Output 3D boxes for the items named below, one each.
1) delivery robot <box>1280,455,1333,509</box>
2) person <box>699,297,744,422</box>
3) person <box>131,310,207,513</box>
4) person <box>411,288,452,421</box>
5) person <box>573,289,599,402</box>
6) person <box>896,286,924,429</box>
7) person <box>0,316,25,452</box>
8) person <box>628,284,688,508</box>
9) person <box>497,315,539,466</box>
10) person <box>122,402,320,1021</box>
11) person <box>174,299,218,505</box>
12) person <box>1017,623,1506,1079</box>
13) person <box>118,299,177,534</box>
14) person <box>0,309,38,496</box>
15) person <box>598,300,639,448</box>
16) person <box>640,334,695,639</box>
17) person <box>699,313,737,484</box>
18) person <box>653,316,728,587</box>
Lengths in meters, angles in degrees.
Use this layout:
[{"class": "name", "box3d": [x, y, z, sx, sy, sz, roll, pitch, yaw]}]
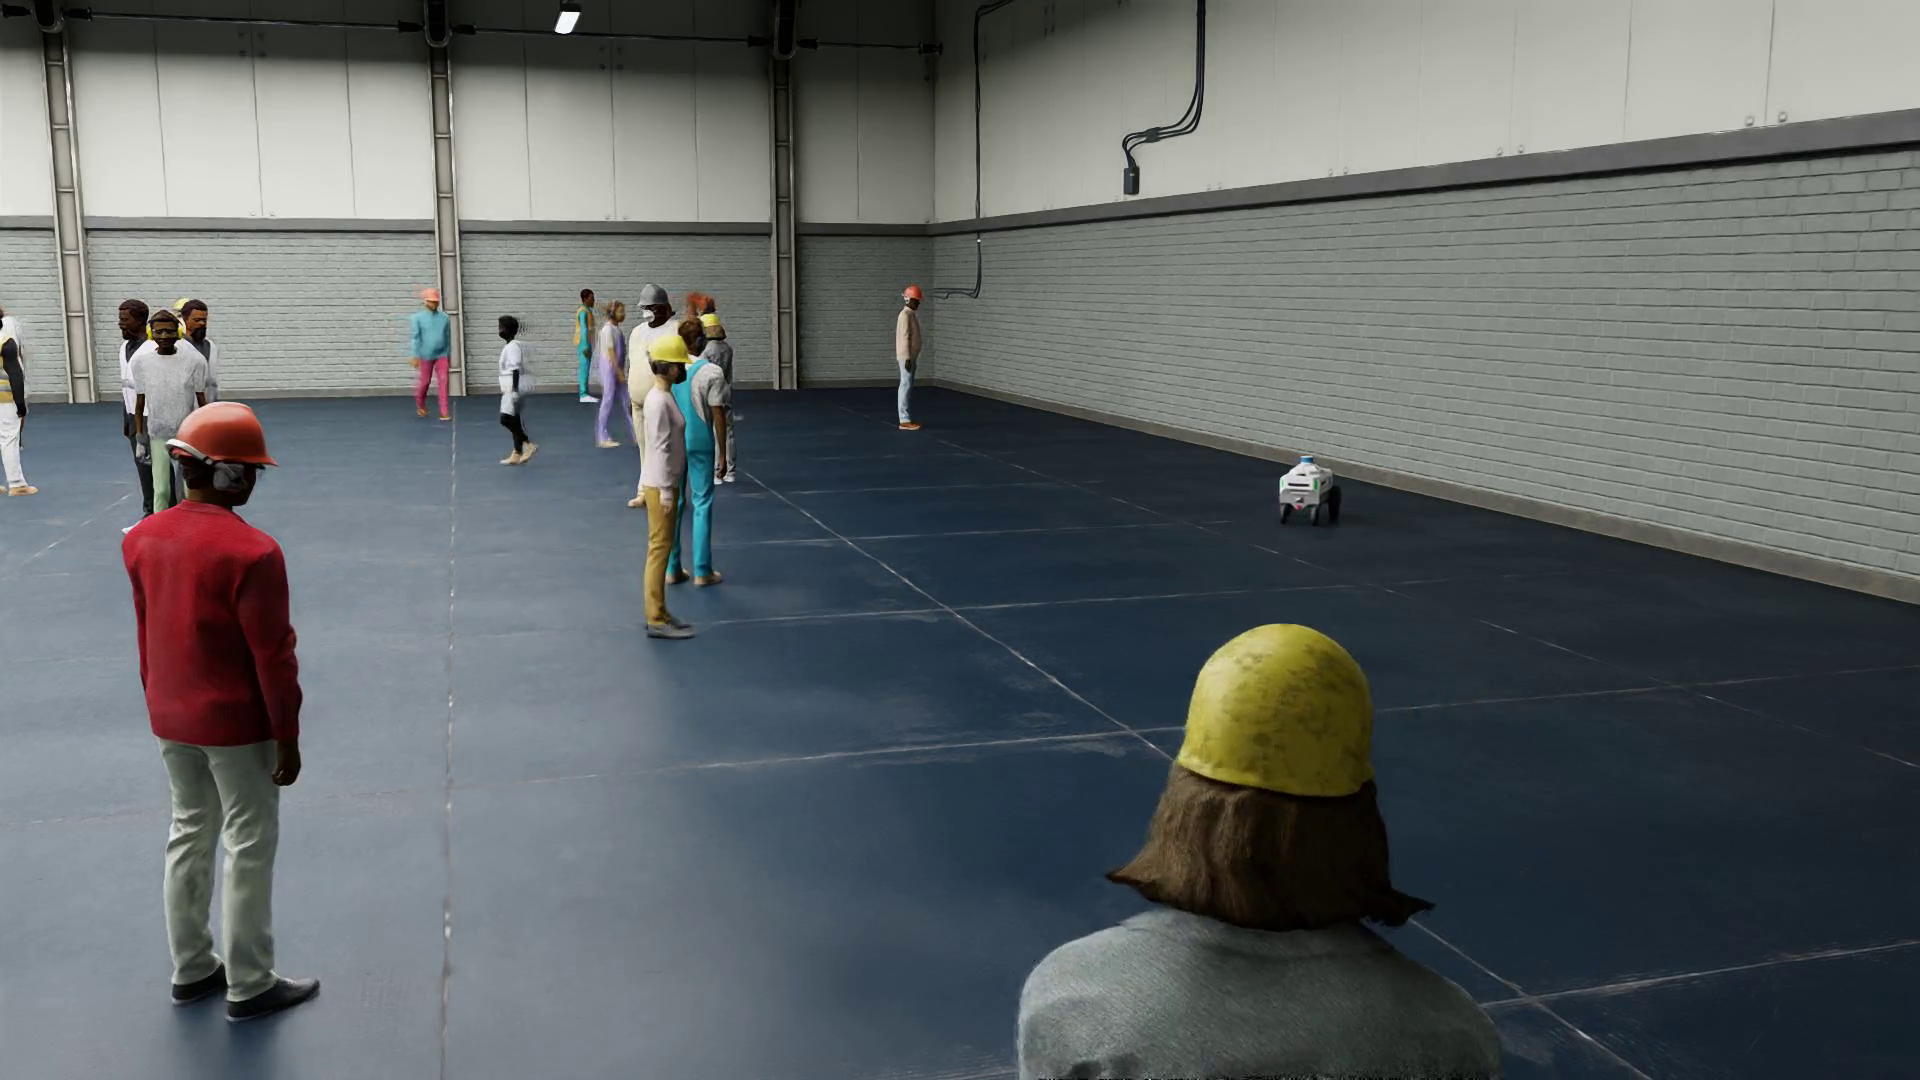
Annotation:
[{"class": "delivery robot", "box3d": [2.987, -0.485, 14.328, 0.477, 0.478, 0.707, 4, 10, 22]}, {"class": "person", "box3d": [-3.675, -2.594, 24.031, 1.004, 1.835, 0.596, -2, 9, -12]}, {"class": "person", "box3d": [-5.698, -0.731, 12.050, 0.510, 1.863, 0.326, -3, 10, -21]}, {"class": "person", "box3d": [-7.859, -2.760, 24.687, 0.626, 1.964, 0.894, -7, 11, -38]}, {"class": "person", "box3d": [-6.369, -3.304, 28.276, 0.395, 1.919, 0.590, -1, 9, -8]}, {"class": "person", "box3d": [-0.688, -2.532, 23.140, 0.401, 1.984, 0.612, 1, 9, 7]}, {"class": "person", "box3d": [-11.571, -2.020, 20.097, 0.386, 1.923, 0.712, 2, 9, 10]}, {"class": "person", "box3d": [-2.744, -1.285, 15.006, 0.689, 2.000, 0.538, 4, 10, 25]}, {"class": "person", "box3d": [-4.972, -1.652, 18.459, 0.363, 1.684, 0.555, -3, 9, -19]}, {"class": "person", "box3d": [-2.062, 0.482, 4.698, 0.573, 1.739, 0.351, 4, 10, 25]}, {"class": "person", "box3d": [-6.245, -1.000, 13.583, 0.394, 1.916, 0.590, 1, 9, 7]}, {"class": "person", "box3d": [0.295, 0.946, 1.759, 0.493, 1.732, 0.338, 1, 9, 7]}, {"class": "person", "box3d": [-6.581, -0.987, 13.492, 0.597, 1.916, 0.370, 6, 11, 35]}, {"class": "person", "box3d": [-9.232, -1.334, 15.951, 0.621, 1.845, 0.429, 2, 9, 10]}, {"class": "person", "box3d": [-4.114, -2.021, 20.433, 0.803, 1.816, 0.520, 1, 9, 8]}, {"class": "person", "box3d": [-1.691, -0.312, 9.678, 0.330, 1.765, 0.533, -1, 9, -7]}, {"class": "person", "box3d": [-2.503, -1.433, 16.927, 0.325, 1.733, 0.487, 5, 10, 30]}, {"class": "person", "box3d": [-1.814, -0.591, 11.254, 0.519, 1.834, 0.361, 2, 9, 14]}]
